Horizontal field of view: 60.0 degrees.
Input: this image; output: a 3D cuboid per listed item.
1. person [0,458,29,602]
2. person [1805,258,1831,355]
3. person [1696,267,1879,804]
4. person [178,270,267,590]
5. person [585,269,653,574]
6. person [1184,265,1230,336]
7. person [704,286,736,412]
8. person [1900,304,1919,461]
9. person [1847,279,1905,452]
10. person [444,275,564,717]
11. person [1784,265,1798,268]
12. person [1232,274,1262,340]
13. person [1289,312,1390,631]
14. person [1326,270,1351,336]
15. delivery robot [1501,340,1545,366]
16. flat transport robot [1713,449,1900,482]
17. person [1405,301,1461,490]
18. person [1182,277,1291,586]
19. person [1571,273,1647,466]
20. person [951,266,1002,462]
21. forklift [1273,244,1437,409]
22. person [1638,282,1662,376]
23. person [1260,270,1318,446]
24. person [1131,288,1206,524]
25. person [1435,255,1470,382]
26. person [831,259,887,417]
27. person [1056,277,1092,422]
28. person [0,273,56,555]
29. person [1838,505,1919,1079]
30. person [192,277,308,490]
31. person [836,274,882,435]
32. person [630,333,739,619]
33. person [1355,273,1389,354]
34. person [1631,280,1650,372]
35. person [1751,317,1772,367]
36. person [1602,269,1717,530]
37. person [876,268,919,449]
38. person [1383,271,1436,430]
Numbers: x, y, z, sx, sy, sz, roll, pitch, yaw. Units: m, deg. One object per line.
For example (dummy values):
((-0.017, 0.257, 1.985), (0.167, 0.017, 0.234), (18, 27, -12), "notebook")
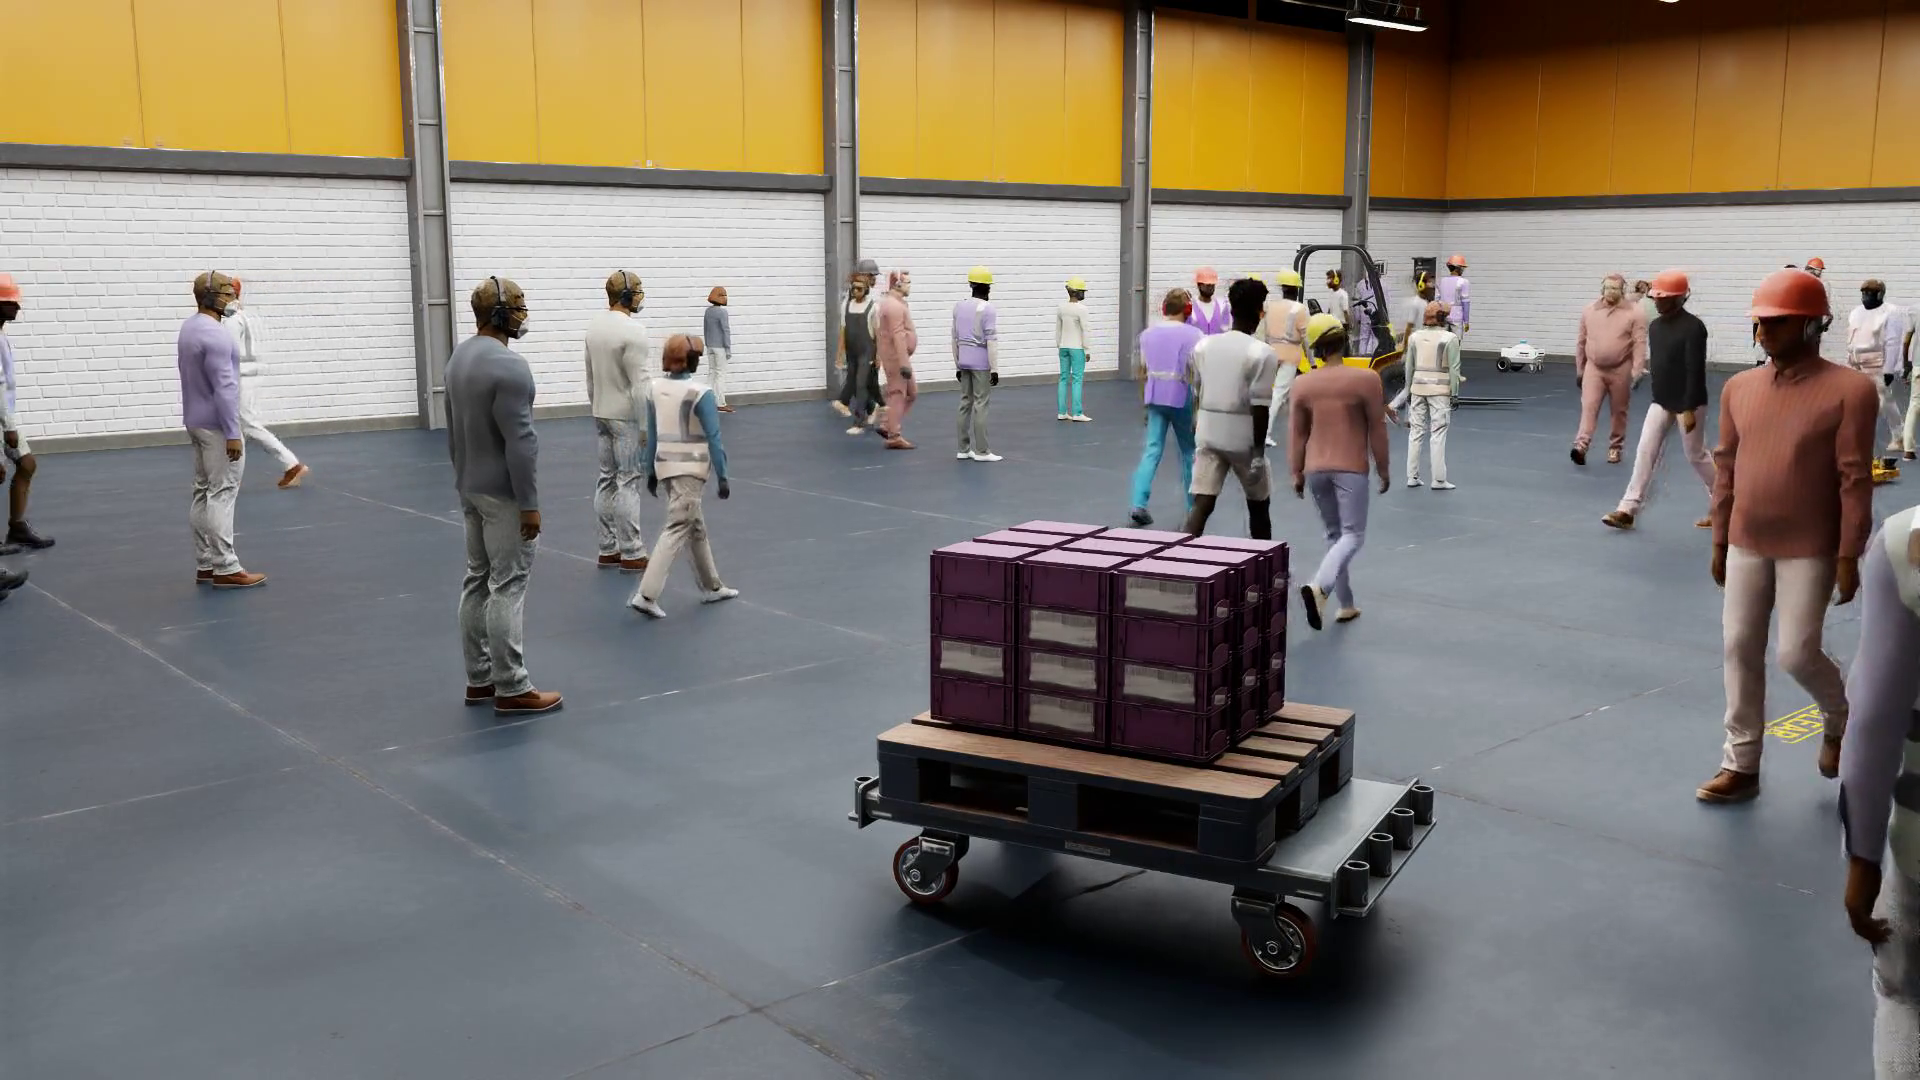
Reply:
((-5.600, -0.500, 9.286), (0.575, 1.891, 0.949), (3, 10, 17), "person")
((13.813, -3.578, 27.026), (0.391, 1.990, 0.621), (-8, 13, -41), "person")
((3.077, -0.006, 6.137), (0.609, 1.980, 0.629), (-6, 11, -31), "person")
((-4.539, -0.667, 10.148), (0.350, 1.935, 0.634), (-8, 13, -41), "person")
((-2.159, -0.754, 10.654), (0.355, 1.937, 0.634), (-8, 13, -41), "person")
((2.503, -1.850, 17.105), (0.547, 1.923, 0.464), (-3, 10, -18), "person")
((-3.141, -2.477, 21.631), (0.268, 1.632, 0.507), (-8, 13, -41), "person")
((9.555, -1.694, 16.376), (0.314, 1.864, 0.532), (-8, 13, -41), "person")
((9.415, -1.782, 17.096), (0.952, 1.805, 0.639), (-3, 10, -19), "person")
((-2.044, -0.193, 7.367), (0.355, 1.937, 0.634), (-8, 13, -41), "person")
((12.034, -3.021, 24.050), (0.431, 1.899, 0.636), (-2, 10, -11), "person")
((4.094, -2.910, 23.760), (0.930, 1.780, 0.595), (-3, 10, -19), "person")
((2.005, -0.368, 9.018), (0.550, 1.717, 0.716), (8, 12, 38), "person")
((5.485, -3.058, 24.504), (1.003, 1.808, 0.512), (0, 10, 1), "person")
((9.774, -3.223, 28.882), (0.477, 0.478, 0.707), (-9, 13, -41), "delivery robot")
((7.737, -0.709, 15.266), (0.652, 0.197, 1.431), (-8, 13, -41), "flat transport robot")
((4.103, -1.254, 14.460), (0.311, 1.636, 0.522), (-8, 13, -41), "person")
((1.591, -0.583, 9.774), (0.603, 1.910, 1.063), (8, 13, 40), "person")
((6.237, -1.626, 16.007), (0.658, 1.844, 1.042), (6, 11, 30), "person")
((0.177, -1.735, 16.431), (0.383, 1.924, 0.594), (-8, 13, -41), "person")
((5.256, -2.933, 22.661), (2.313, 2.155, 1.214), (3, 10, 16), "forklift")
((11.552, -3.516, 27.826), (0.527, 1.585, 0.789), (-1, 10, -7), "person")
((3.505, -1.946, 17.841), (1.053, 1.869, 0.591), (-7, 12, -36), "person")
((1.591, -1.019, 12.661), (0.568, 1.794, 0.970), (6, 12, 33), "person")
((7.944, -3.563, 26.799), (0.387, 2.039, 0.614), (-8, 13, -41), "person")
((-1.240, -2.573, 21.005), (0.976, 2.000, 0.690), (-6, 11, -32), "person")
((1.404, -2.332, 20.402), (0.323, 1.765, 0.532), (-8, 13, -41), "person")
((-6.443, -0.834, 11.225), (0.653, 1.907, 0.579), (-5, 11, -25), "person")
((1.939, 0.549, 3.029), (0.621, 1.928, 0.444), (5, 11, 27), "person")
((-6.152, -1.337, 14.342), (0.919, 1.858, 0.609), (-4, 10, -20), "person")
((-1.108, -2.136, 19.103), (0.509, 1.825, 0.804), (5, 11, 27), "person")
((-1.576, -0.370, 9.406), (0.532, 1.596, 0.862), (8, 13, 39), "person")
((7.271, -3.913, 29.252), (0.401, 1.904, 0.651), (-8, 13, -41), "person")
((11.714, -3.717, 28.937), (0.535, 1.621, 0.564), (9, 13, 42), "person")
((11.272, -2.762, 23.104), (0.318, 1.698, 0.540), (-8, 13, -41), "person")
((5.286, -1.015, 12.218), (1.048, 1.936, 0.663), (-3, 10, -16), "person")
((-0.625, -1.880, 17.382), (0.433, 1.890, 0.657), (0, 10, -2), "person")
((5.284, -2.203, 19.378), (0.452, 1.859, 0.505), (5, 11, 29), "person")
